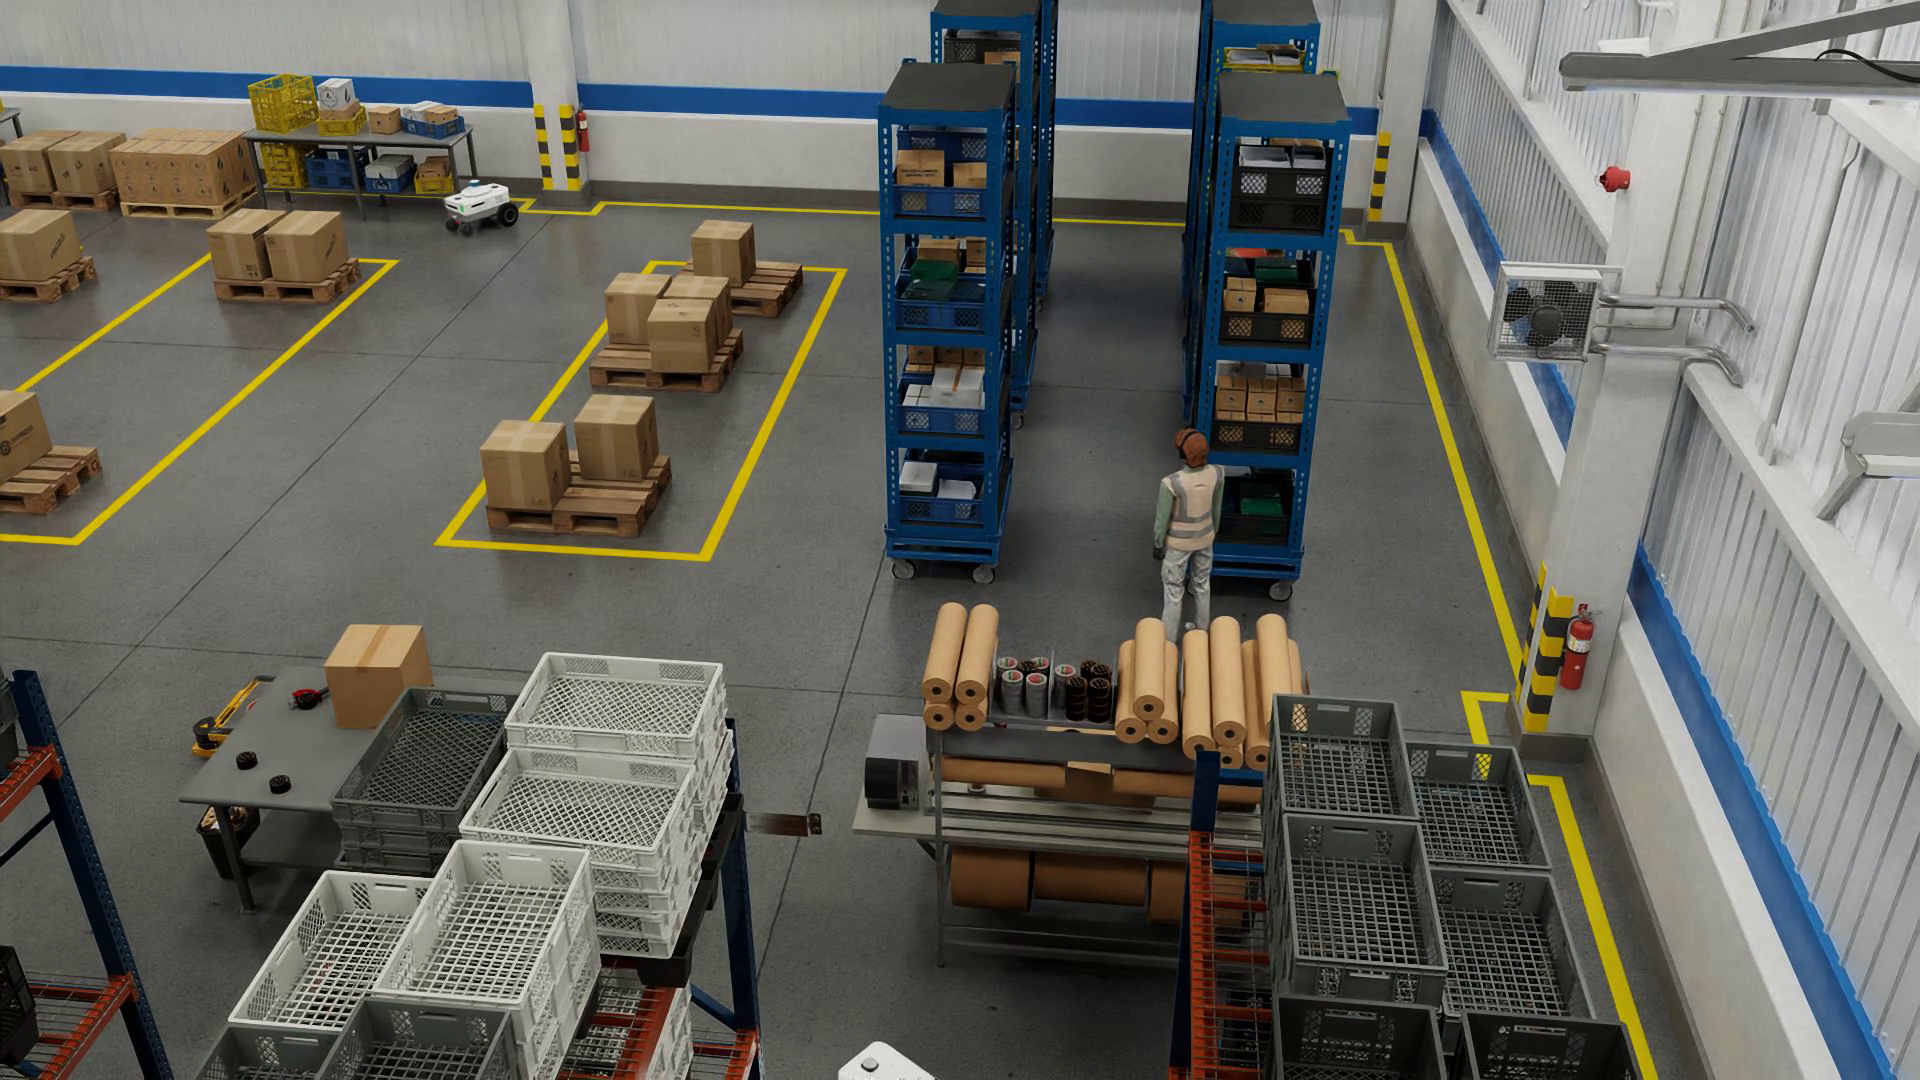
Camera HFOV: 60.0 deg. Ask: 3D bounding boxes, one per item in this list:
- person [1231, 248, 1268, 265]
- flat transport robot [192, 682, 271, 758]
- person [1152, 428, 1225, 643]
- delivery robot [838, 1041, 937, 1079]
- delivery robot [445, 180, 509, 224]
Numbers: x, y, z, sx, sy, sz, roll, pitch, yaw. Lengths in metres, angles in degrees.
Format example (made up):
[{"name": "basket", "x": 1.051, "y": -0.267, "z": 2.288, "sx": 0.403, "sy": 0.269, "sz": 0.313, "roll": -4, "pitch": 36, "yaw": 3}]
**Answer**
[{"name": "person", "x": 2.246, "y": -1.500, "z": 13.557, "sx": 0.668, "sy": 1.958, "sz": 0.671, "roll": 18, "pitch": 35, "yaw": 28}, {"name": "flat transport robot", "x": -4.089, "y": 1.163, "z": 10.648, "sx": 1.431, "sy": 0.197, "sz": 0.652, "roll": 3, "pitch": 30, "yaw": 6}, {"name": "person", "x": 1.543, "y": 0.009, "z": 11.289, "sx": 0.518, "sy": 1.632, "sz": 0.314, "roll": -14, "pitch": 33, "yaw": -23}, {"name": "delivery robot", "x": -0.230, "y": 2.648, "z": 7.728, "sx": 0.707, "sy": 0.478, "sz": 0.477, "roll": 24, "pitch": 38, "yaw": 35}, {"name": "delivery robot", "x": -5.478, "y": -3.843, "z": 18.876, "sx": 0.477, "sy": 0.478, "sz": 0.707, "roll": 21, "pitch": 36, "yaw": 32}]
